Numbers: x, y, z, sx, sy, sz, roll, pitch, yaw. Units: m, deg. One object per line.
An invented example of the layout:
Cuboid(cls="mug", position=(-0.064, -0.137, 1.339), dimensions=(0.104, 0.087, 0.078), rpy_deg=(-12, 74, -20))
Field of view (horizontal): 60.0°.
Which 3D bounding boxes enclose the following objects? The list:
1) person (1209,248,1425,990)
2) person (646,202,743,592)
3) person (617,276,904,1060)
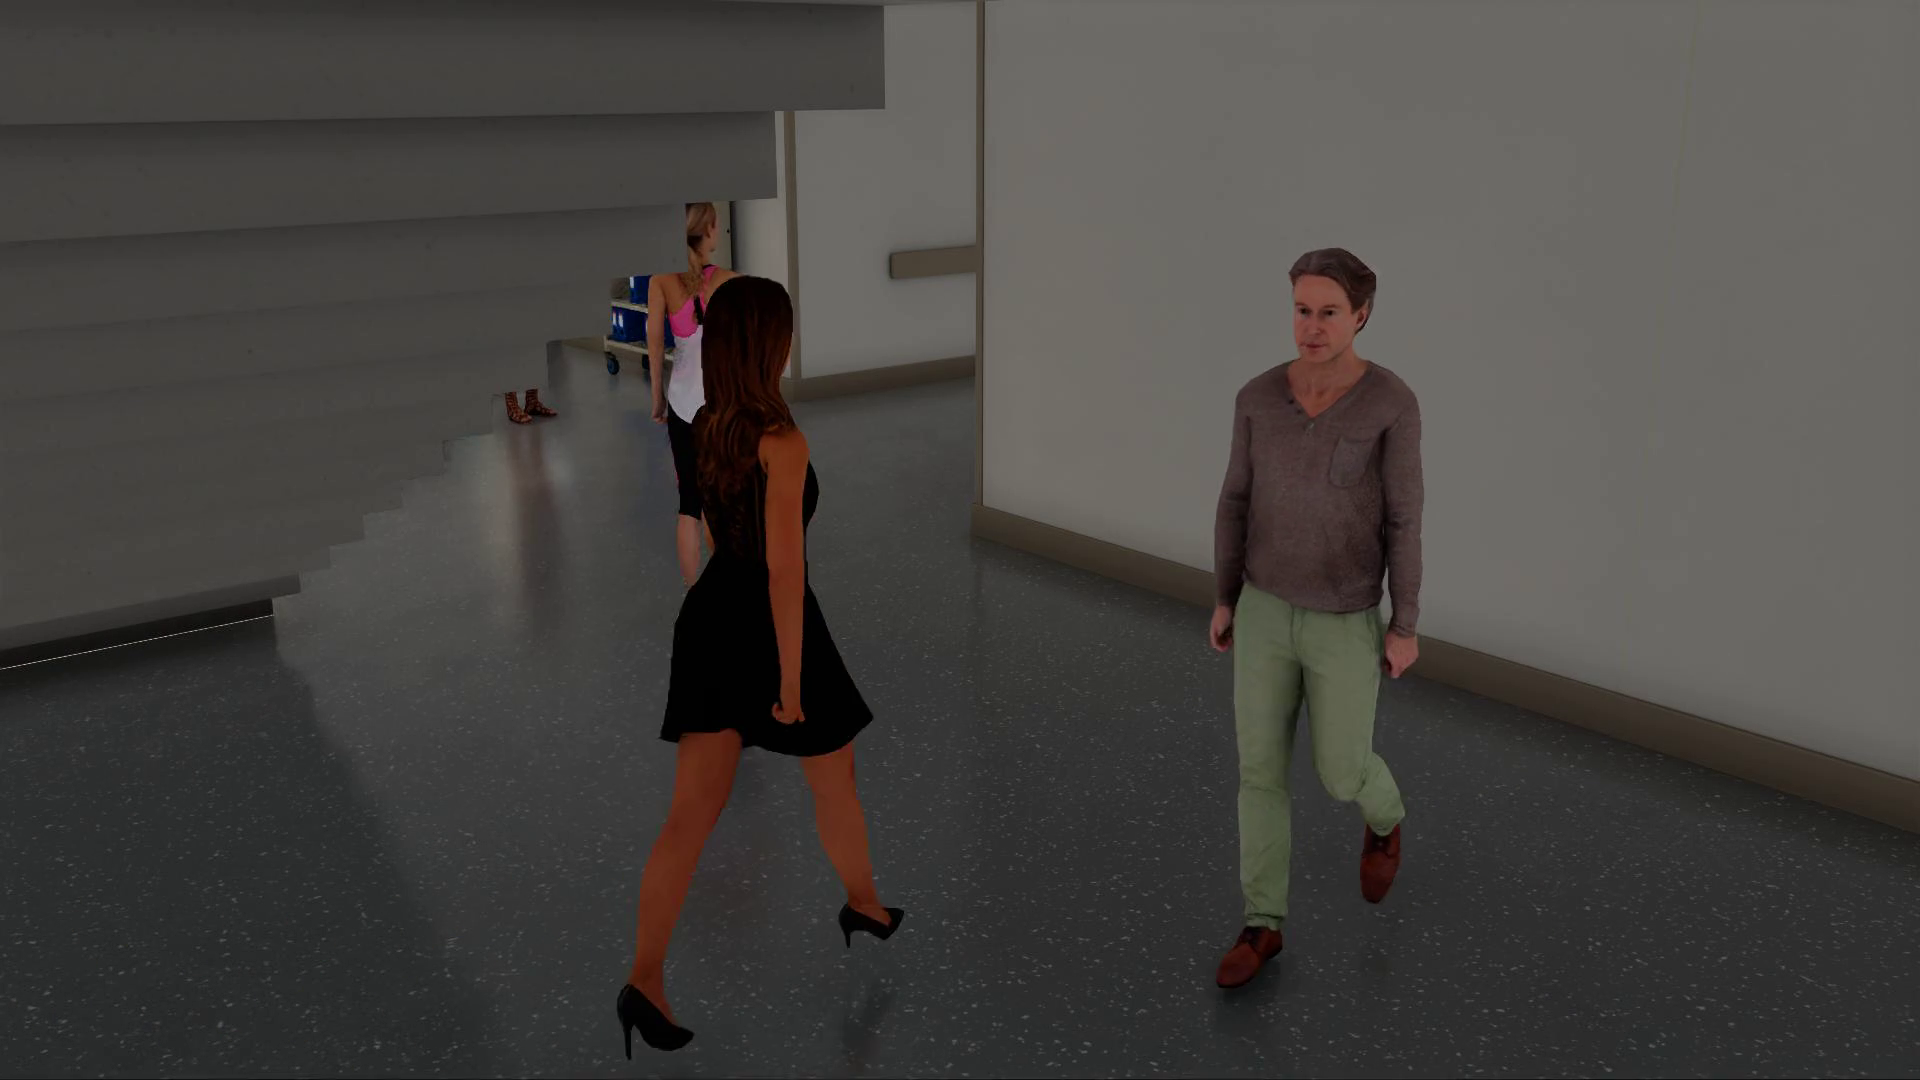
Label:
Cuboid(cls="person", position=(0.932, 0.191, 4.280), dimensions=(1.039, 1.853, 0.938), rpy_deg=(10, 18, 31))
Cuboid(cls="person", position=(-1.067, -0.535, 6.975), dimensions=(0.673, 1.786, 0.729), rpy_deg=(1, 16, 4))
Cuboid(cls="person", position=(-0.556, 0.345, 3.865), dimensions=(1.114, 1.781, 0.761), rpy_deg=(13, 20, 39))
